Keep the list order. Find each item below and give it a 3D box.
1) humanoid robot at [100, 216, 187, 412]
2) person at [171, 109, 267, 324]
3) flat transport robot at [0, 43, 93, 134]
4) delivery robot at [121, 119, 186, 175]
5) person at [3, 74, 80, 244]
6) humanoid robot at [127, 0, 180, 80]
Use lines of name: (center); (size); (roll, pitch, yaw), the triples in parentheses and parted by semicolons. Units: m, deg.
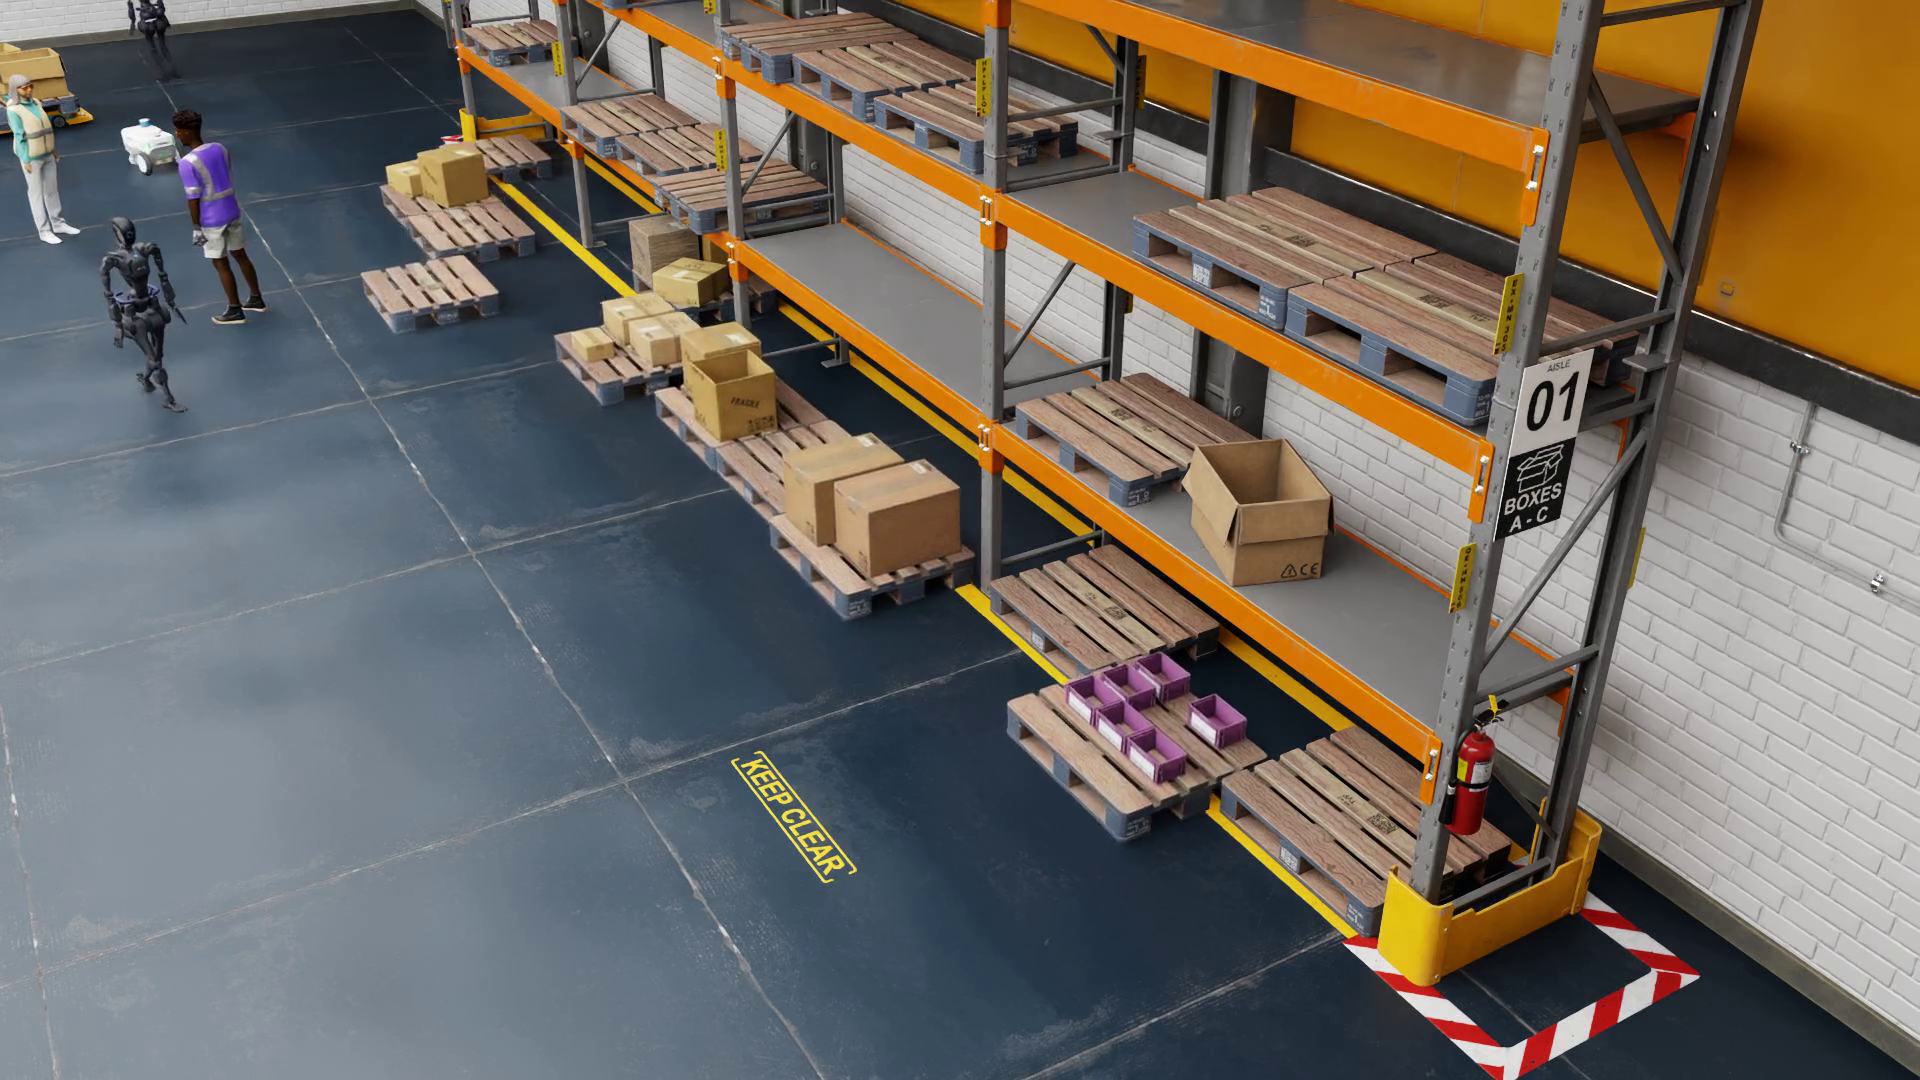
humanoid robot: (-6.694, -1.869, 13.569); (0.768, 1.644, 0.608); (18, 34, 29)
person: (-6.776, -2.936, 15.118); (0.393, 1.954, 0.616); (7, 30, 13)
flat transport robot: (-11.835, -5.331, 21.043); (1.431, 0.231, 0.659); (-22, 36, -34)
delivery robot: (-9.488, -4.637, 19.520); (0.748, 0.587, 0.524); (23, 37, 35)
person: (-9.491, -3.924, 17.097); (0.370, 1.708, 0.466); (5, 30, 9)
humanoid robot: (-11.141, -7.169, 22.867); (0.328, 1.650, 0.599); (15, 33, 24)
